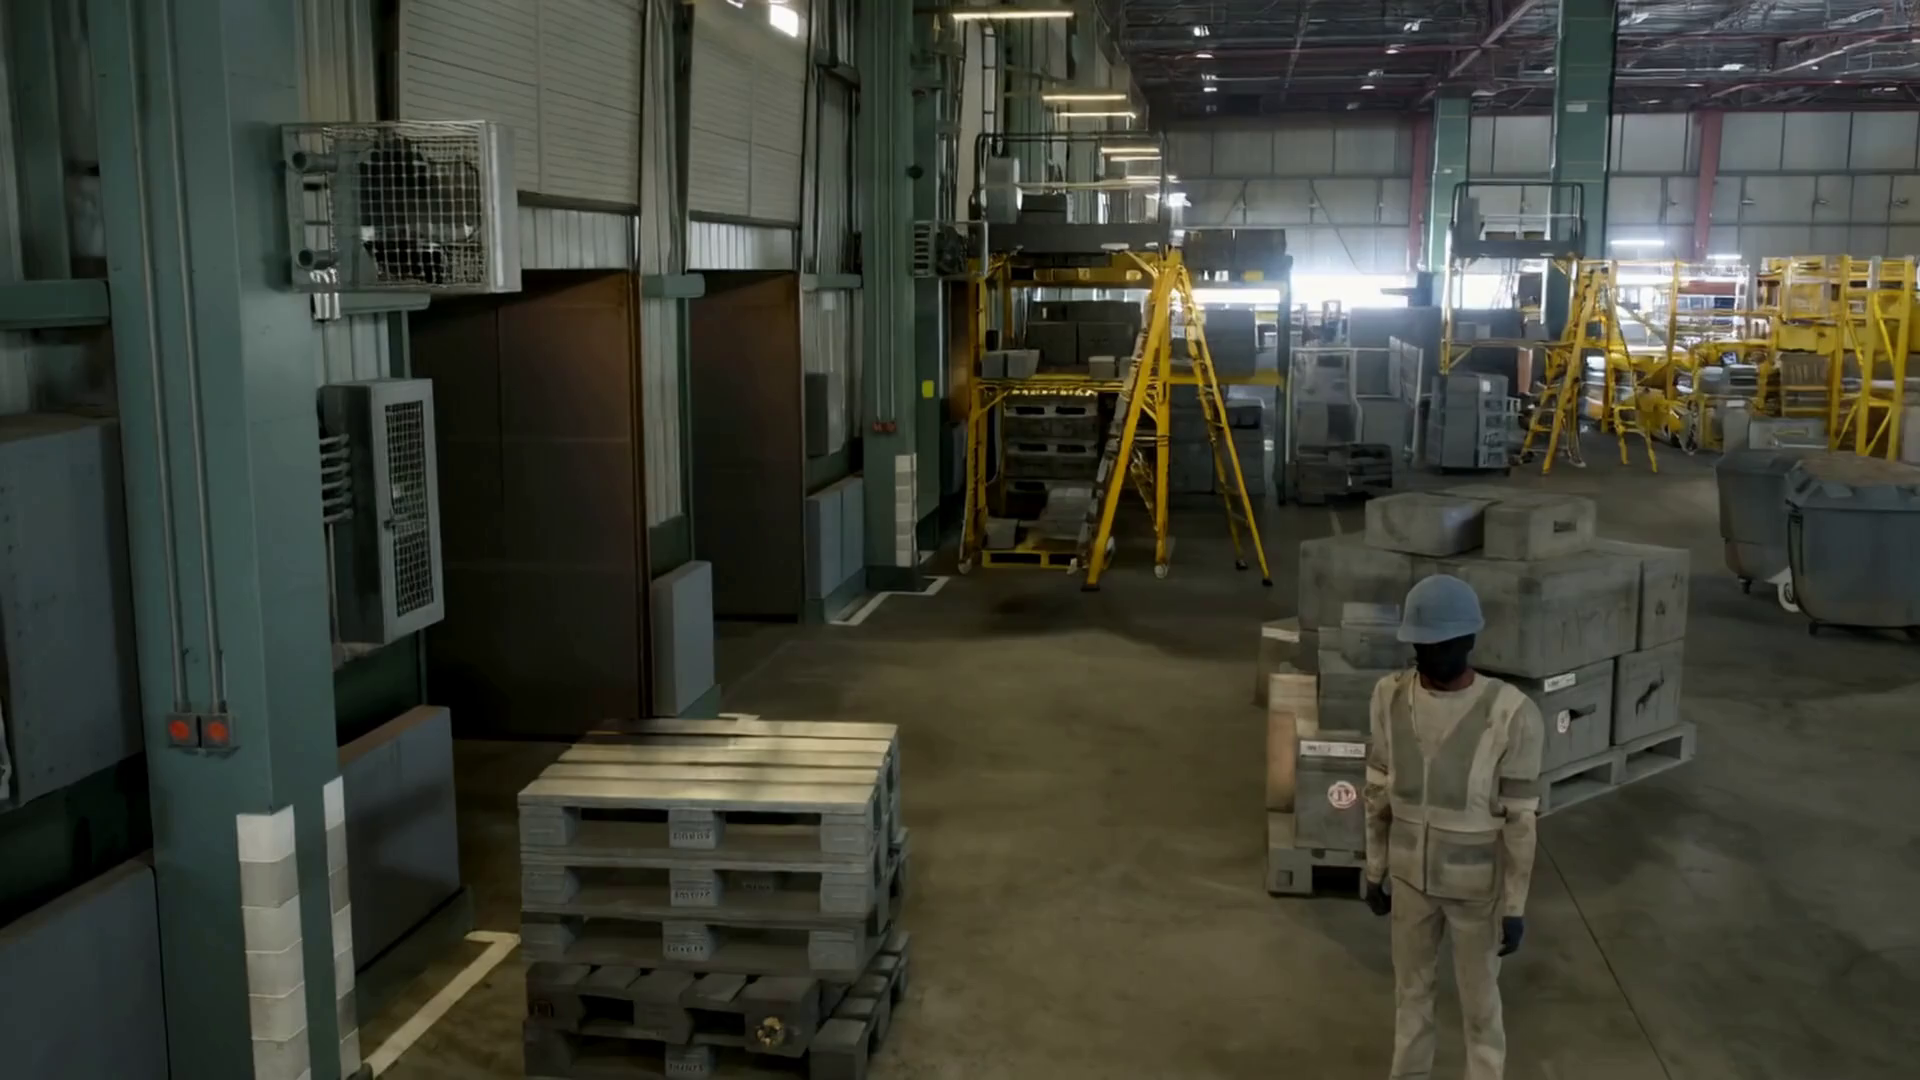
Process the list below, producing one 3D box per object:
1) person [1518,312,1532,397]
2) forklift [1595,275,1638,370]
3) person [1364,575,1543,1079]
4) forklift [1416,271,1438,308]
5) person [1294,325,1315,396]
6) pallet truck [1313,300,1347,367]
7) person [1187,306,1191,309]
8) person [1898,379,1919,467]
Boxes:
[{"bbox_3d":[12.628,-4.192,37.614,0.668,1.920,0.635,8,12,41],"label":"person"},{"bbox_3d":[17.876,-6.096,46.361,1.873,2.768,1.129,-3,10,-17],"label":"forklift"},{"bbox_3d":[1.516,1.052,5.250,0.400,1.918,0.589,-9,13,-44],"label":"person"},{"bbox_3d":[11.679,-5.367,41.870,1.873,2.768,1.129,1,9,9],"label":"forklift"},{"bbox_3d":[7.841,-4.076,37.788,0.520,1.626,0.475,5,11,30],"label":"person"},{"bbox_3d":[11.159,-6.200,49.718,0.823,1.965,1.885,4,10,26],"label":"pallet truck"},{"bbox_3d":[6.141,-5.307,44.446,0.393,1.928,0.543,5,11,29],"label":"person"},{"bbox_3d":[9.977,-0.841,17.420,0.479,1.753,0.533,0,9,3],"label":"person"}]
